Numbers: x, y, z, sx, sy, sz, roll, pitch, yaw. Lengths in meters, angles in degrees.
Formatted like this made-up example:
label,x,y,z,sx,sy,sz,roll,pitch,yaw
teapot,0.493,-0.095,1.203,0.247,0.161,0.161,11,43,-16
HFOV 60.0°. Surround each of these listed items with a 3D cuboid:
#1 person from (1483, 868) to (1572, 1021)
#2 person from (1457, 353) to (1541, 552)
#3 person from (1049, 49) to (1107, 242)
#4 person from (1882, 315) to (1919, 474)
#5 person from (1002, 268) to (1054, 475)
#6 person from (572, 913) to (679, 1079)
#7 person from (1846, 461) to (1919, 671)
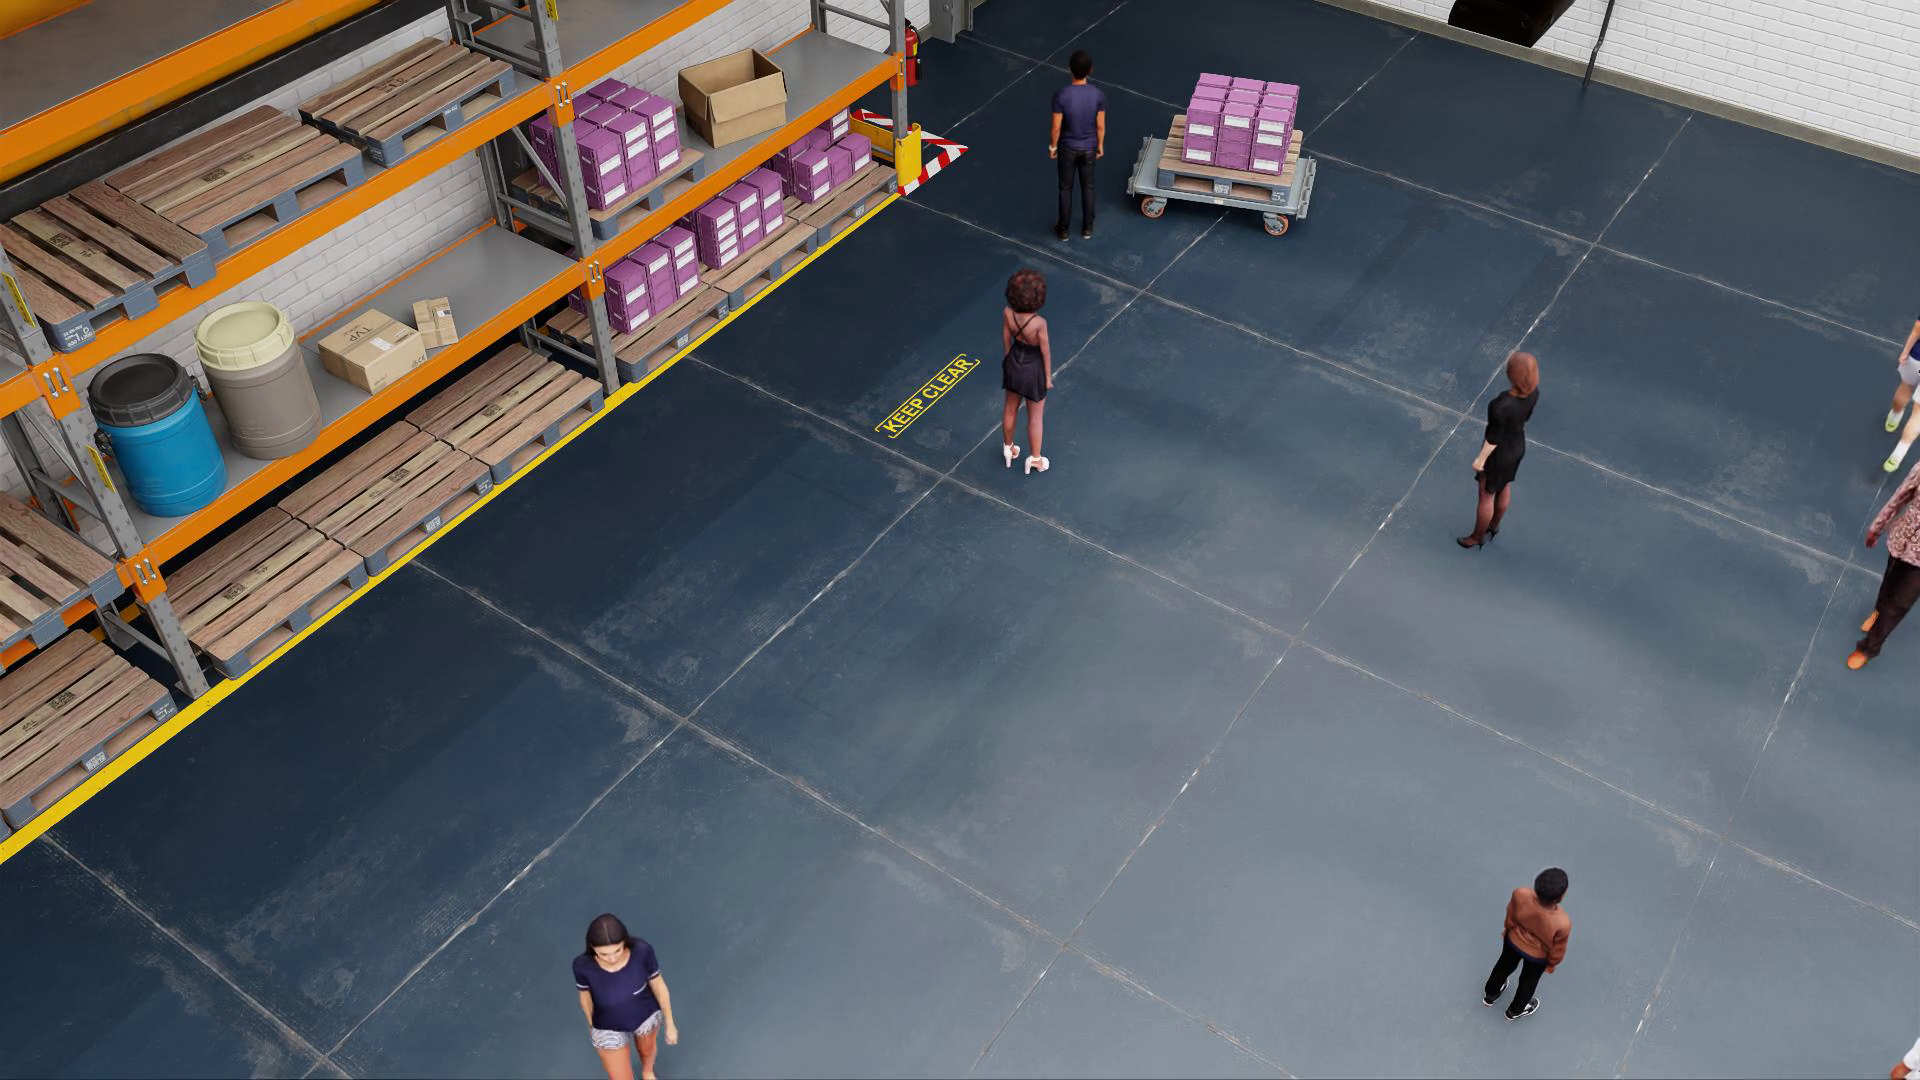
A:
label,x,y,z,sx,sy,sz,roll,pitch,yaw
person,3.111,2.209,9.100,0.535,1.254,0.561,-32,52,-29
person,3.827,-0.612,11.735,0.529,1.705,0.698,-29,51,-27
person,1.034,-3.462,14.663,0.714,1.792,0.761,-5,44,-5
person,7.248,-1.297,12.388,0.667,1.797,1.184,24,49,24
person,0.485,-1.232,12.325,0.538,1.790,0.520,26,49,25
person,-1.724,2.380,8.563,0.818,1.748,0.855,-15,46,-15
person,6.417,0.002,11.040,1.172,1.774,0.954,-27,50,-25
